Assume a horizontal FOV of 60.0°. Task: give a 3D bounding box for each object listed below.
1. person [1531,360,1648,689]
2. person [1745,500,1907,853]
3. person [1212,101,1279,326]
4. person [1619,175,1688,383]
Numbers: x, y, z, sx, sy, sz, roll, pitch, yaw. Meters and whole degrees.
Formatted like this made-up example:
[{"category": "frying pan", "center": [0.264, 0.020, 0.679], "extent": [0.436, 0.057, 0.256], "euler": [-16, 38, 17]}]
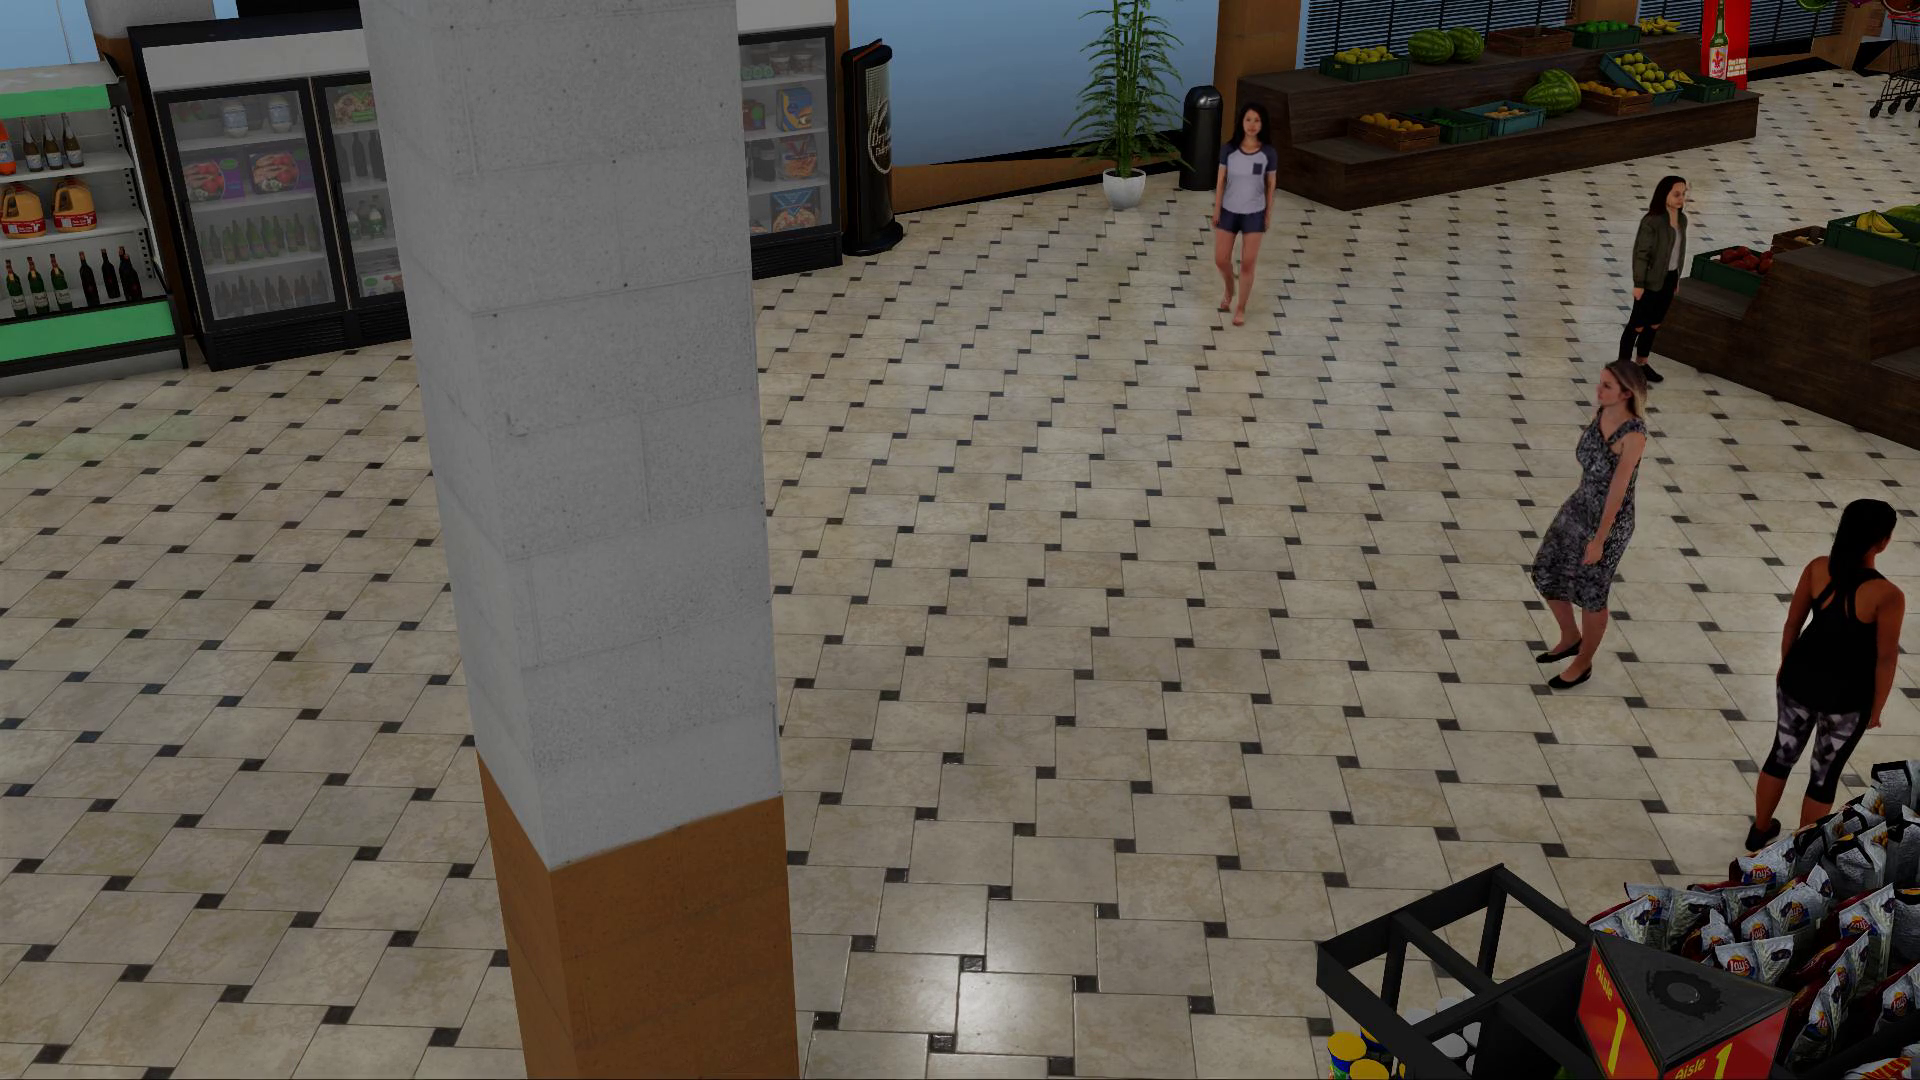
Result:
[{"category": "person", "center": [3.115, -0.055, 7.906], "extent": [0.679, 1.692, 0.660], "euler": [-5, 27, -10]}, {"category": "person", "center": [3.485, 0.577, 6.689], "extent": [0.514, 1.666, 0.596], "euler": [-17, 31, -30]}, {"category": "person", "center": [2.185, -2.524, 12.768], "extent": [0.758, 1.699, 0.818], "euler": [7, 28, 14]}, {"category": "person", "center": [4.845, -1.807, 11.601], "extent": [0.445, 1.475, 0.635], "euler": [-14, 30, -25]}]
